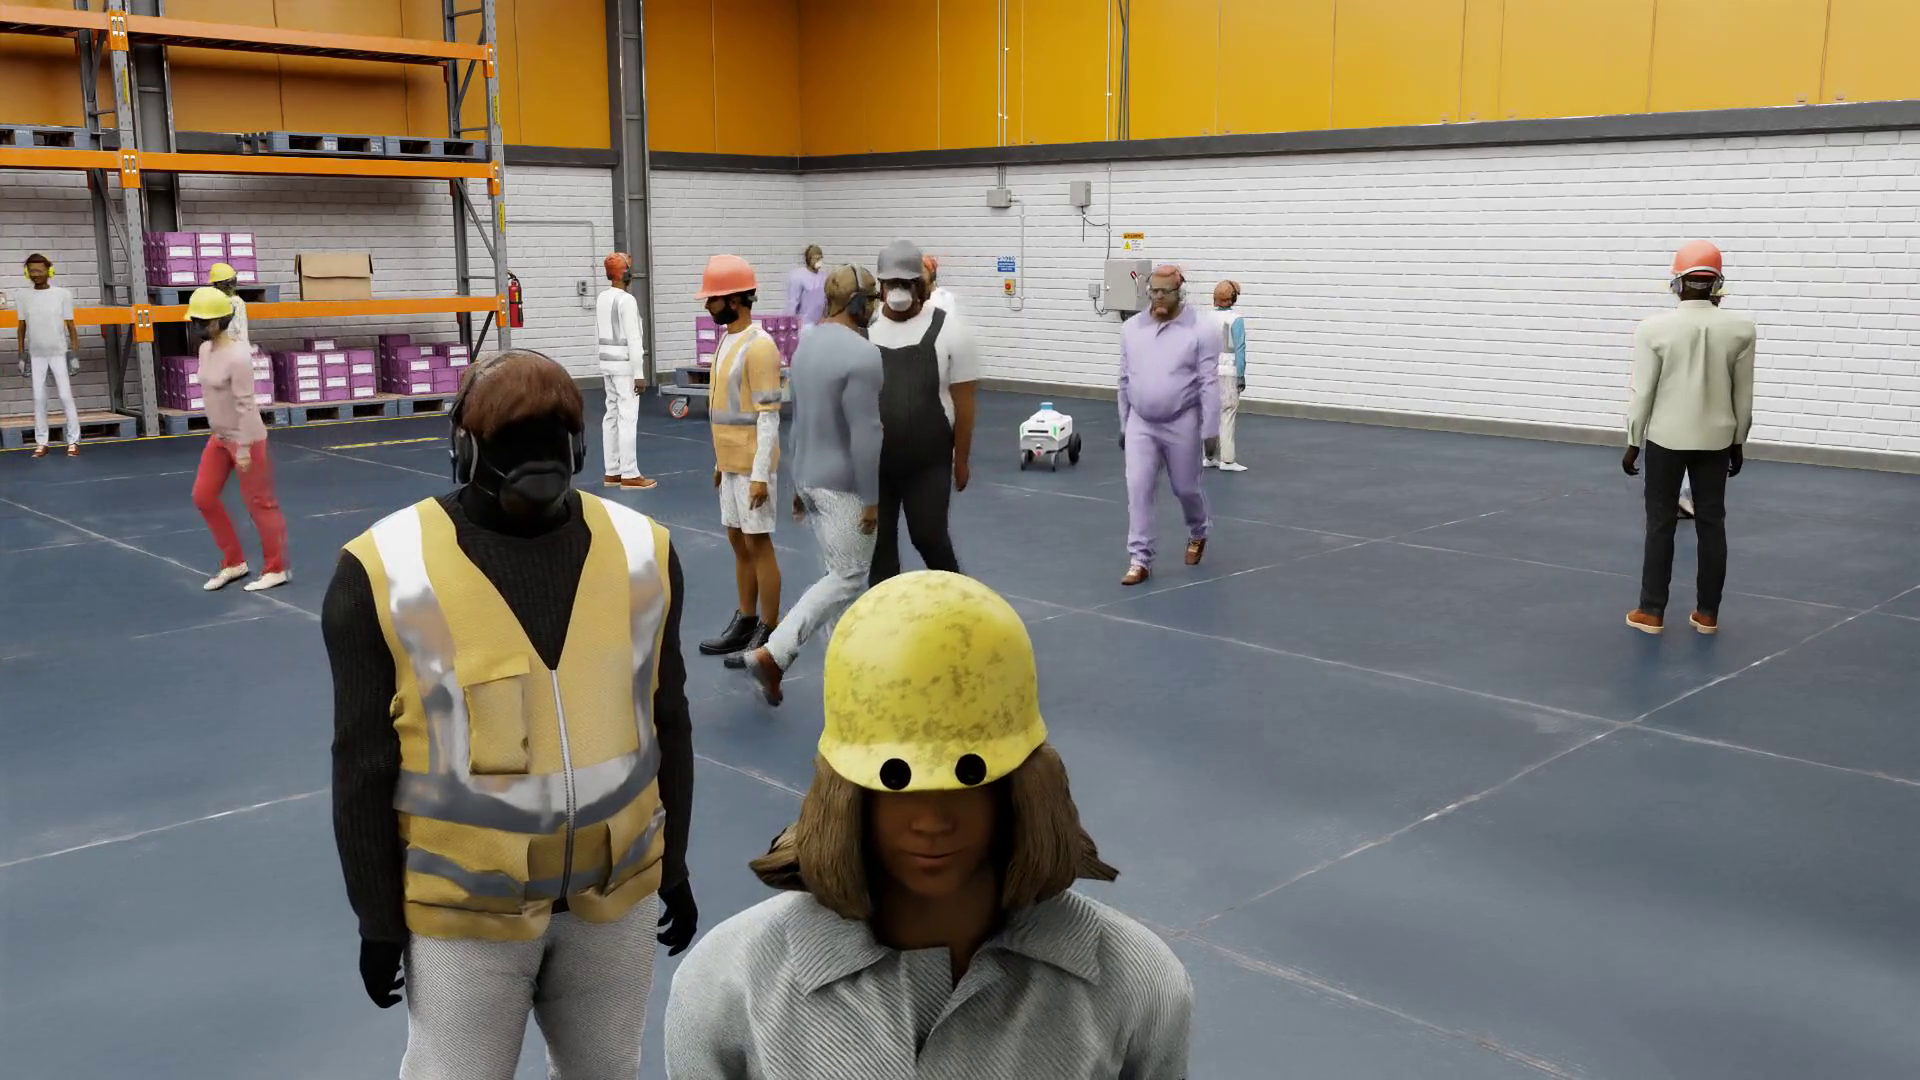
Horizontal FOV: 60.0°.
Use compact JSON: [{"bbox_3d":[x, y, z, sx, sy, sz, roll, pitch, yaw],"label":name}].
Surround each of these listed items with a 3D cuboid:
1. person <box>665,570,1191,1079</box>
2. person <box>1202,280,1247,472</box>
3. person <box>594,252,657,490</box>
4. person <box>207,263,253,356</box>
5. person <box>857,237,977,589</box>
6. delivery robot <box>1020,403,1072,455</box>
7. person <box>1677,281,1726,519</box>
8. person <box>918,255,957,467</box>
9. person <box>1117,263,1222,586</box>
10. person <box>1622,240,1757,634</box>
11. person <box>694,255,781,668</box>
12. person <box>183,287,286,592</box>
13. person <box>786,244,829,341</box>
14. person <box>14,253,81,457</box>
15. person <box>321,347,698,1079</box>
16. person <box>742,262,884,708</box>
[{"bbox_3d":[-0.027,0.882,1.546,0.483,1.745,0.306,-1,10,-5],"label":"person"},{"bbox_3d":[2.274,-1.410,14.323,0.306,1.640,0.523,-6,12,-29],"label":"person"},{"bbox_3d":[-2.693,-1.343,13.290,0.346,1.883,0.584,-9,13,-39],"label":"person"},{"bbox_3d":[-6.897,-1.734,15.773,0.337,1.759,0.525,-8,13,-37],"label":"person"},{"bbox_3d":[-0.269,-0.465,8.082,0.689,2.000,0.708,2,11,12],"label":"person"},{"bbox_3d":[0.760,-0.962,14.588,0.477,0.478,0.707,3,11,15],"label":"delivery robot"},{"bbox_3d":[5.215,-1.001,11.764,0.364,1.751,0.551,-3,11,-16],"label":"person"},{"bbox_3d":[-0.315,-1.492,14.199,0.591,1.837,0.946,8,13,38],"label":"person"},{"bbox_3d":[1.247,-0.704,9.877,0.646,1.871,0.898,5,11,25],"label":"person"},{"bbox_3d":[3.685,-0.510,8.444,0.611,1.996,0.378,1,10,4],"label":"person"},{"bbox_3d":[-1.039,-0.364,7.827,0.376,1.931,0.542,-5,12,-27],"label":"person"},{"bbox_3d":[-4.115,-0.553,9.380,0.543,1.735,0.565,8,13,38],"label":"person"},{"bbox_3d":[-1.751,-2.499,19.501,0.426,1.917,0.670,7,12,33],"label":"person"},{"bbox_3d":[-8.336,-1.679,15.208,0.511,1.860,0.318,-2,11,-12],"label":"person"},{"bbox_3d":[-0.727,0.596,2.844,0.627,1.843,0.429,-7,12,-32],"label":"person"},{"bbox_3d":[-0.604,-0.217,7.087,0.745,1.920,0.646,-7,12,-32],"label":"person"}]
